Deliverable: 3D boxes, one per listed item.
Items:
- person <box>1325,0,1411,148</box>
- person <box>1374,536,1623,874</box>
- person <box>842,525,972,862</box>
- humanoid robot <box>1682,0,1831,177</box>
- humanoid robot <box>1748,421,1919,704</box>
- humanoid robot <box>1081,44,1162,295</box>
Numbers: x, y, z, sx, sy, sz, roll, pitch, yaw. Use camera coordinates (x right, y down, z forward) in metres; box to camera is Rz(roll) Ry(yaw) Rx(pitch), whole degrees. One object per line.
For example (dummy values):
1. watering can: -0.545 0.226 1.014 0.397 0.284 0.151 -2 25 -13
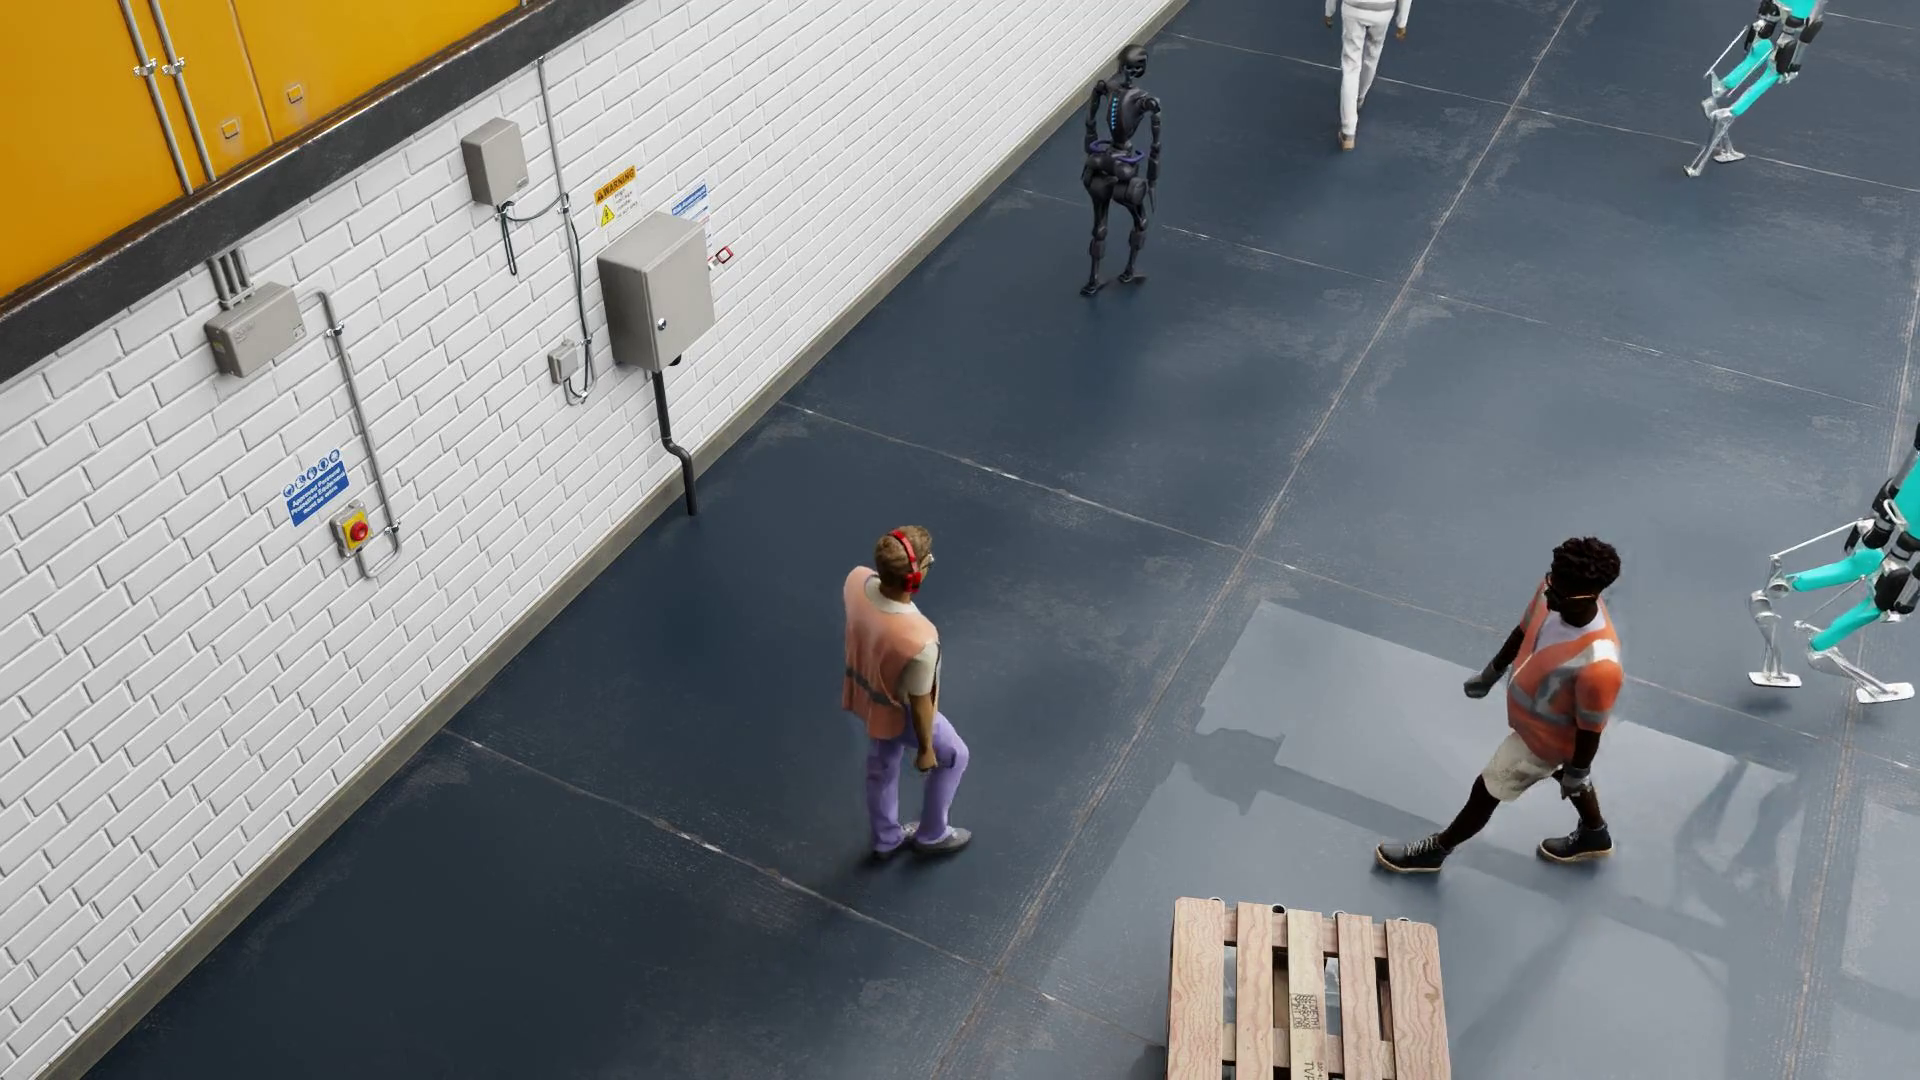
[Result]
1. person: 2.963 -3.882 12.144 0.588 1.821 1.009 4 41 5
2. person: 2.394 0.717 6.757 1.046 1.915 0.606 3 41 3
3. person: -0.193 0.651 6.885 0.584 1.829 0.572 -28 48 -29
4. humanoid robot: 5.516 -3.364 11.678 0.865 1.859 0.548 -12 42 -13
5. humanoid robot: 4.082 0.127 7.557 0.966 1.742 0.546 0 41 0
6. humanoid robot: 0.994 -2.325 10.463 0.585 1.643 0.482 26 47 27
